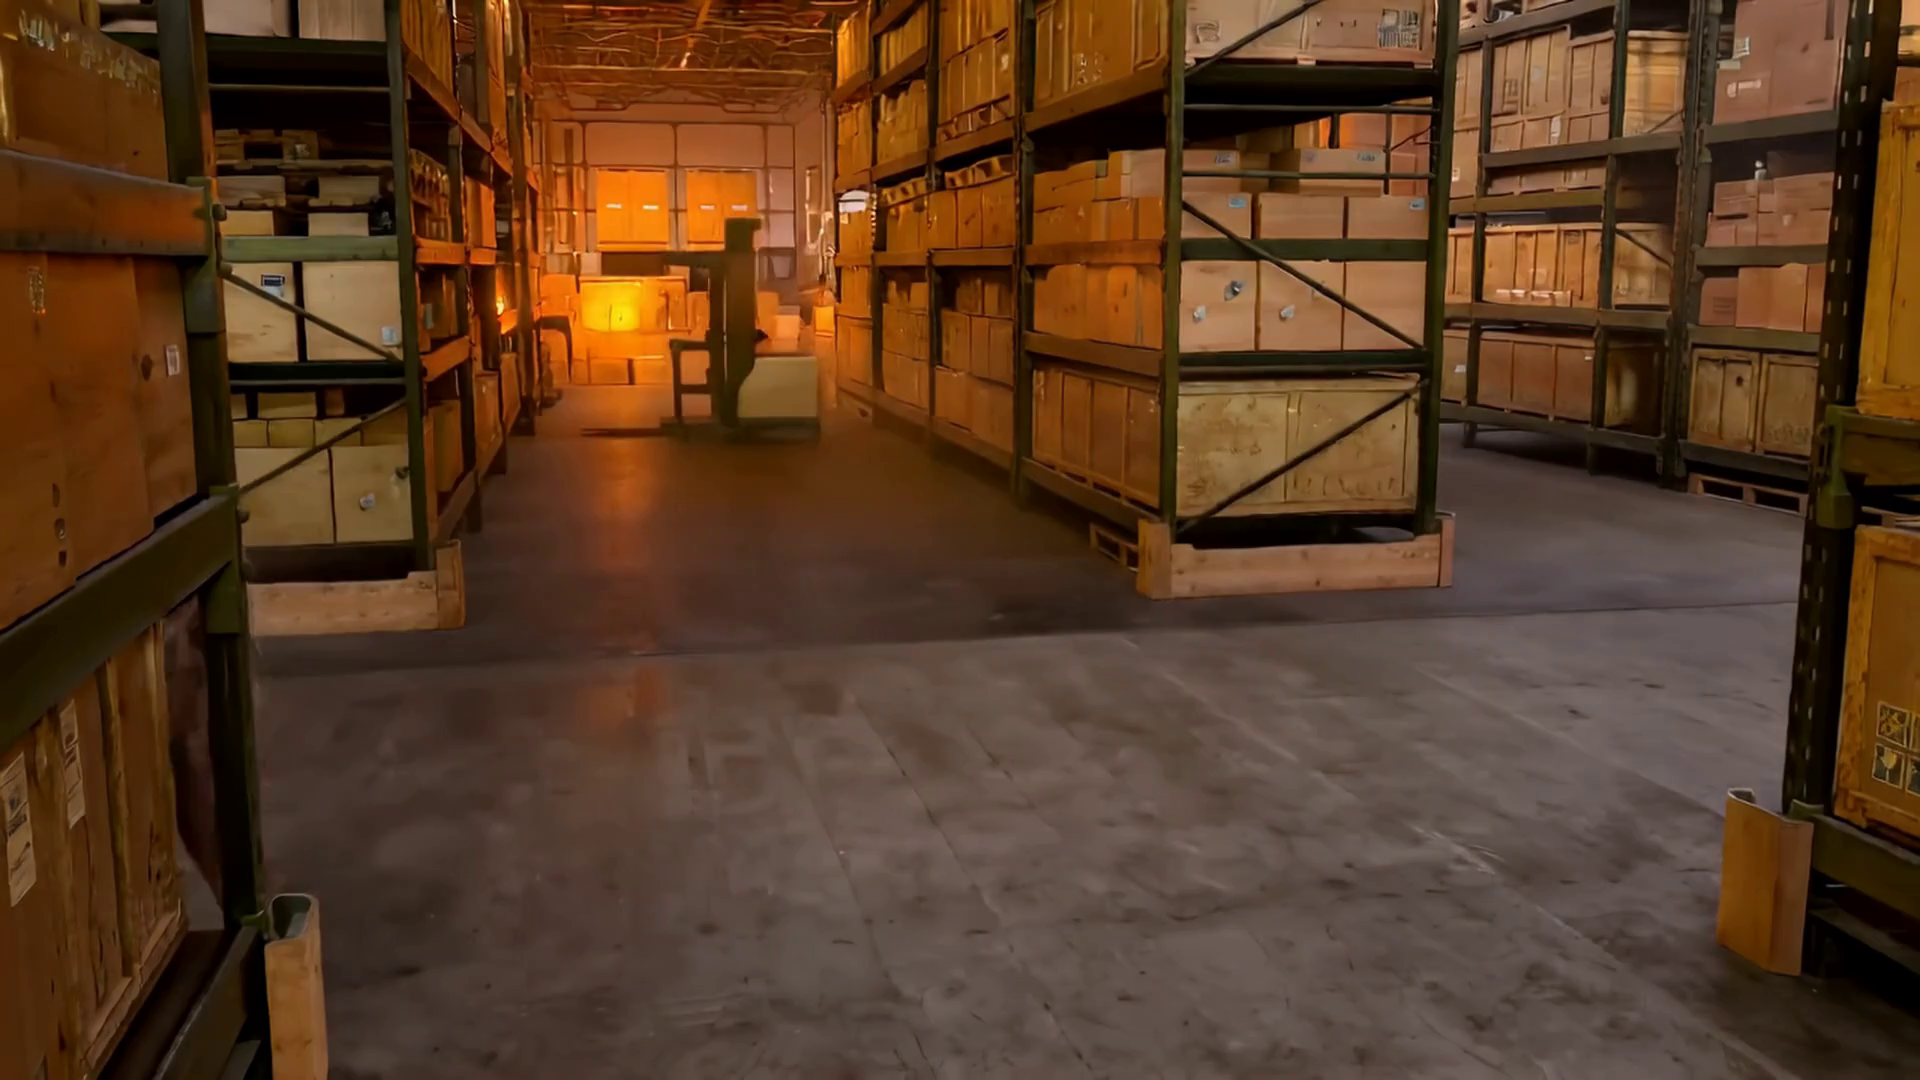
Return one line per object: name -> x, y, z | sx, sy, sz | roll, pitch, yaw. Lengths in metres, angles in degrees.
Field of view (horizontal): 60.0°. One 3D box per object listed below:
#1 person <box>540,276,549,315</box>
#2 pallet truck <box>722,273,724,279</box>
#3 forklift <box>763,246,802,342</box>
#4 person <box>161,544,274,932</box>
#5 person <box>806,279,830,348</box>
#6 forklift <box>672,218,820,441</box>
person -> -14.187, -7.982, 56.382 | 0.384, 1.924, 0.589 | 5, 11, 30
pallet truck -> -8.580, -8.986, 62.280 | 1.885, 1.965, 0.823 | 1, 9, 5
forklift -> -5.328, -7.287, 49.237 | 1.129, 2.768, 1.873 | -2, 10, -12
person -> -2.301, 0.537, 5.068 | 0.415, 1.729, 0.494 | -2, 10, -11
person -> -3.519, -5.642, 42.143 | 0.764, 1.922, 0.639 | 1, 9, 7
forklift -> -2.808, -2.715, 21.373 | 1.873, 2.768, 1.129 | -2, 10, -12
